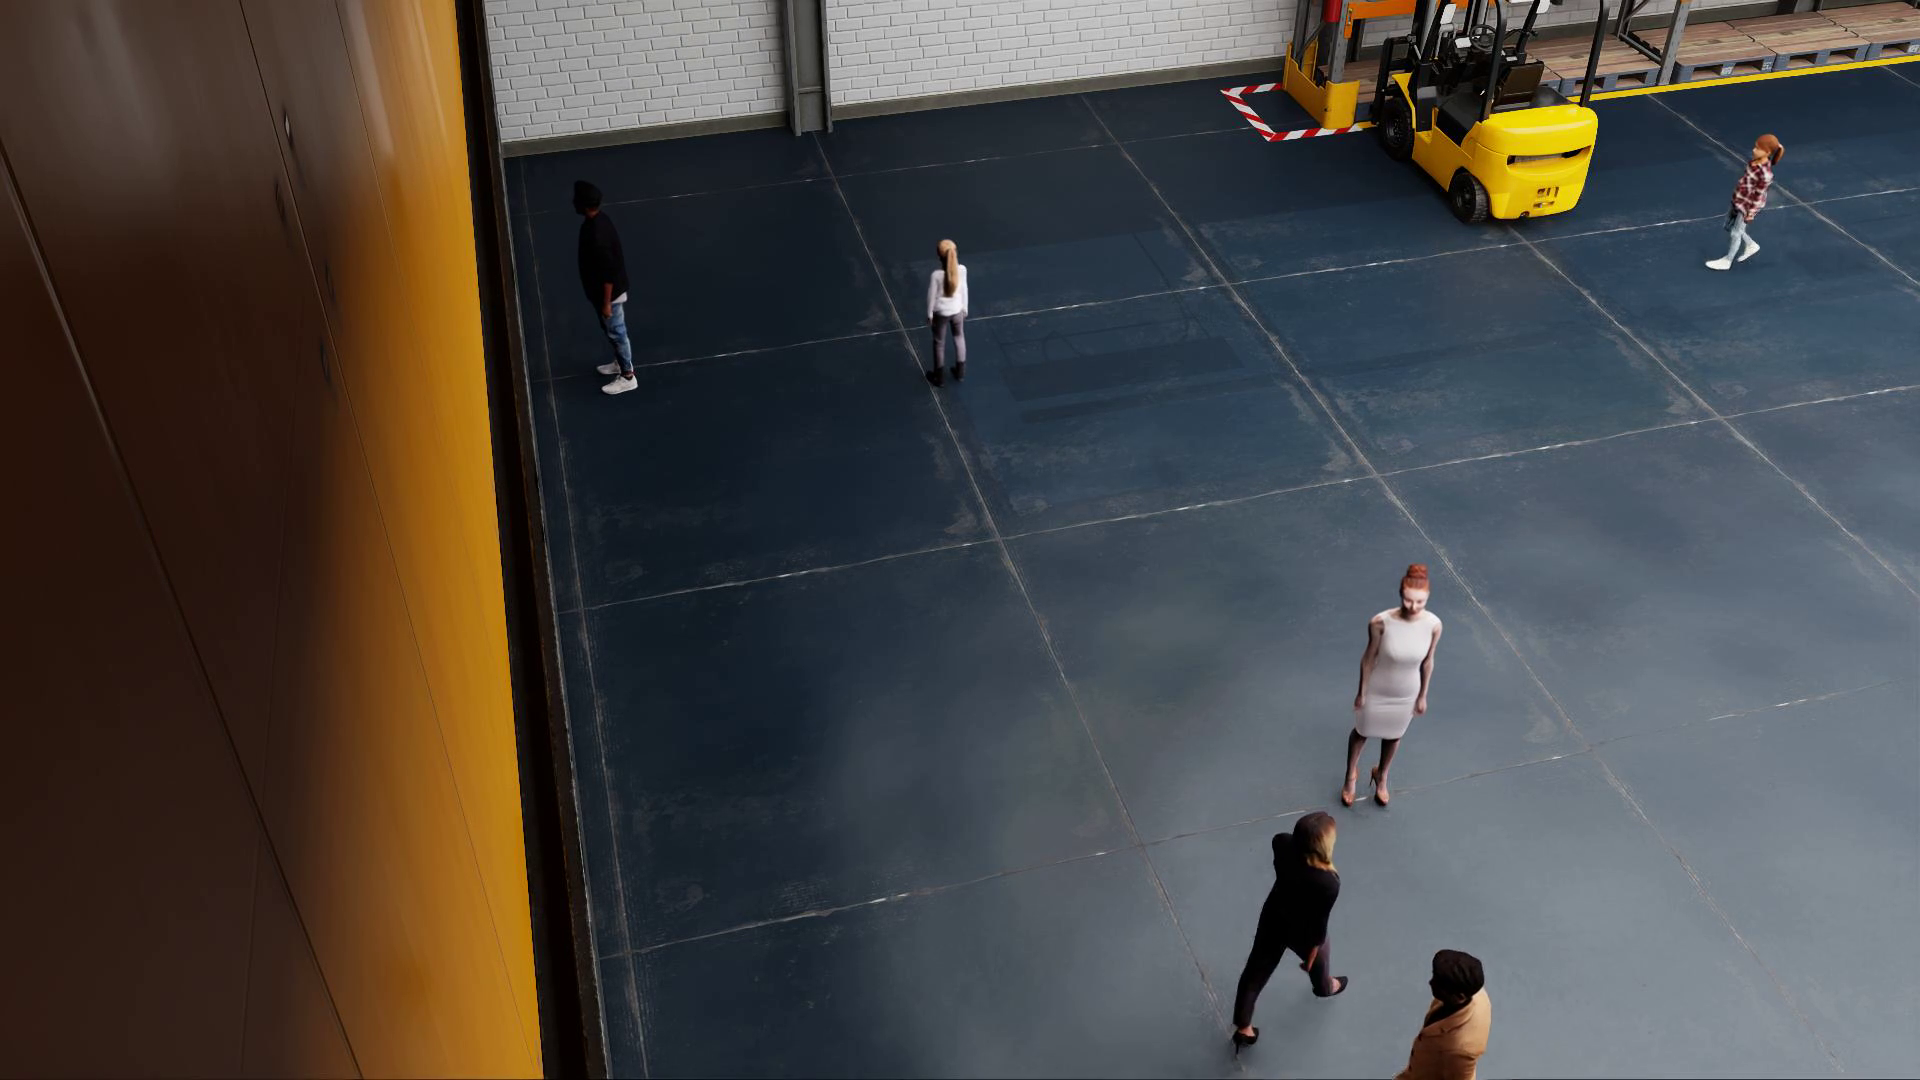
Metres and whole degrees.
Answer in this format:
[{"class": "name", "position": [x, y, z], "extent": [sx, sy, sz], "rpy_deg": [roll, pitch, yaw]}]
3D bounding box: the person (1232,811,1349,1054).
[{"class": "person", "position": [1.581, 1.985, 8.272], "extent": [1.088, 1.637, 0.860], "rpy_deg": [-27, 46, -29]}]

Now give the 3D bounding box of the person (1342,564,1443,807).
[{"class": "person", "position": [2.469, 0.866, 9.550], "extent": [0.513, 1.791, 0.680], "rpy_deg": [1, 39, 2]}]

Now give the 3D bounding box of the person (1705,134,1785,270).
[{"class": "person", "position": [7.054, -2.999, 14.783], "extent": [0.755, 1.300, 0.642], "rpy_deg": [1, 39, 2]}]

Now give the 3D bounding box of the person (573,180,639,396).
[{"class": "person", "position": [-2.789, -2.013, 13.142], "extent": [0.587, 1.808, 0.689], "rpy_deg": [-8, 39, -10]}]

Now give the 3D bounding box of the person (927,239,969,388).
[{"class": "person", "position": [-0.092, -1.828, 13.334], "extent": [0.478, 1.277, 0.583], "rpy_deg": [-16, 41, -19]}]

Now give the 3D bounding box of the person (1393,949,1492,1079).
[{"class": "person", "position": [2.280, 2.482, 7.591], "extent": [0.995, 1.710, 0.893], "rpy_deg": [11, 40, 13]}]
